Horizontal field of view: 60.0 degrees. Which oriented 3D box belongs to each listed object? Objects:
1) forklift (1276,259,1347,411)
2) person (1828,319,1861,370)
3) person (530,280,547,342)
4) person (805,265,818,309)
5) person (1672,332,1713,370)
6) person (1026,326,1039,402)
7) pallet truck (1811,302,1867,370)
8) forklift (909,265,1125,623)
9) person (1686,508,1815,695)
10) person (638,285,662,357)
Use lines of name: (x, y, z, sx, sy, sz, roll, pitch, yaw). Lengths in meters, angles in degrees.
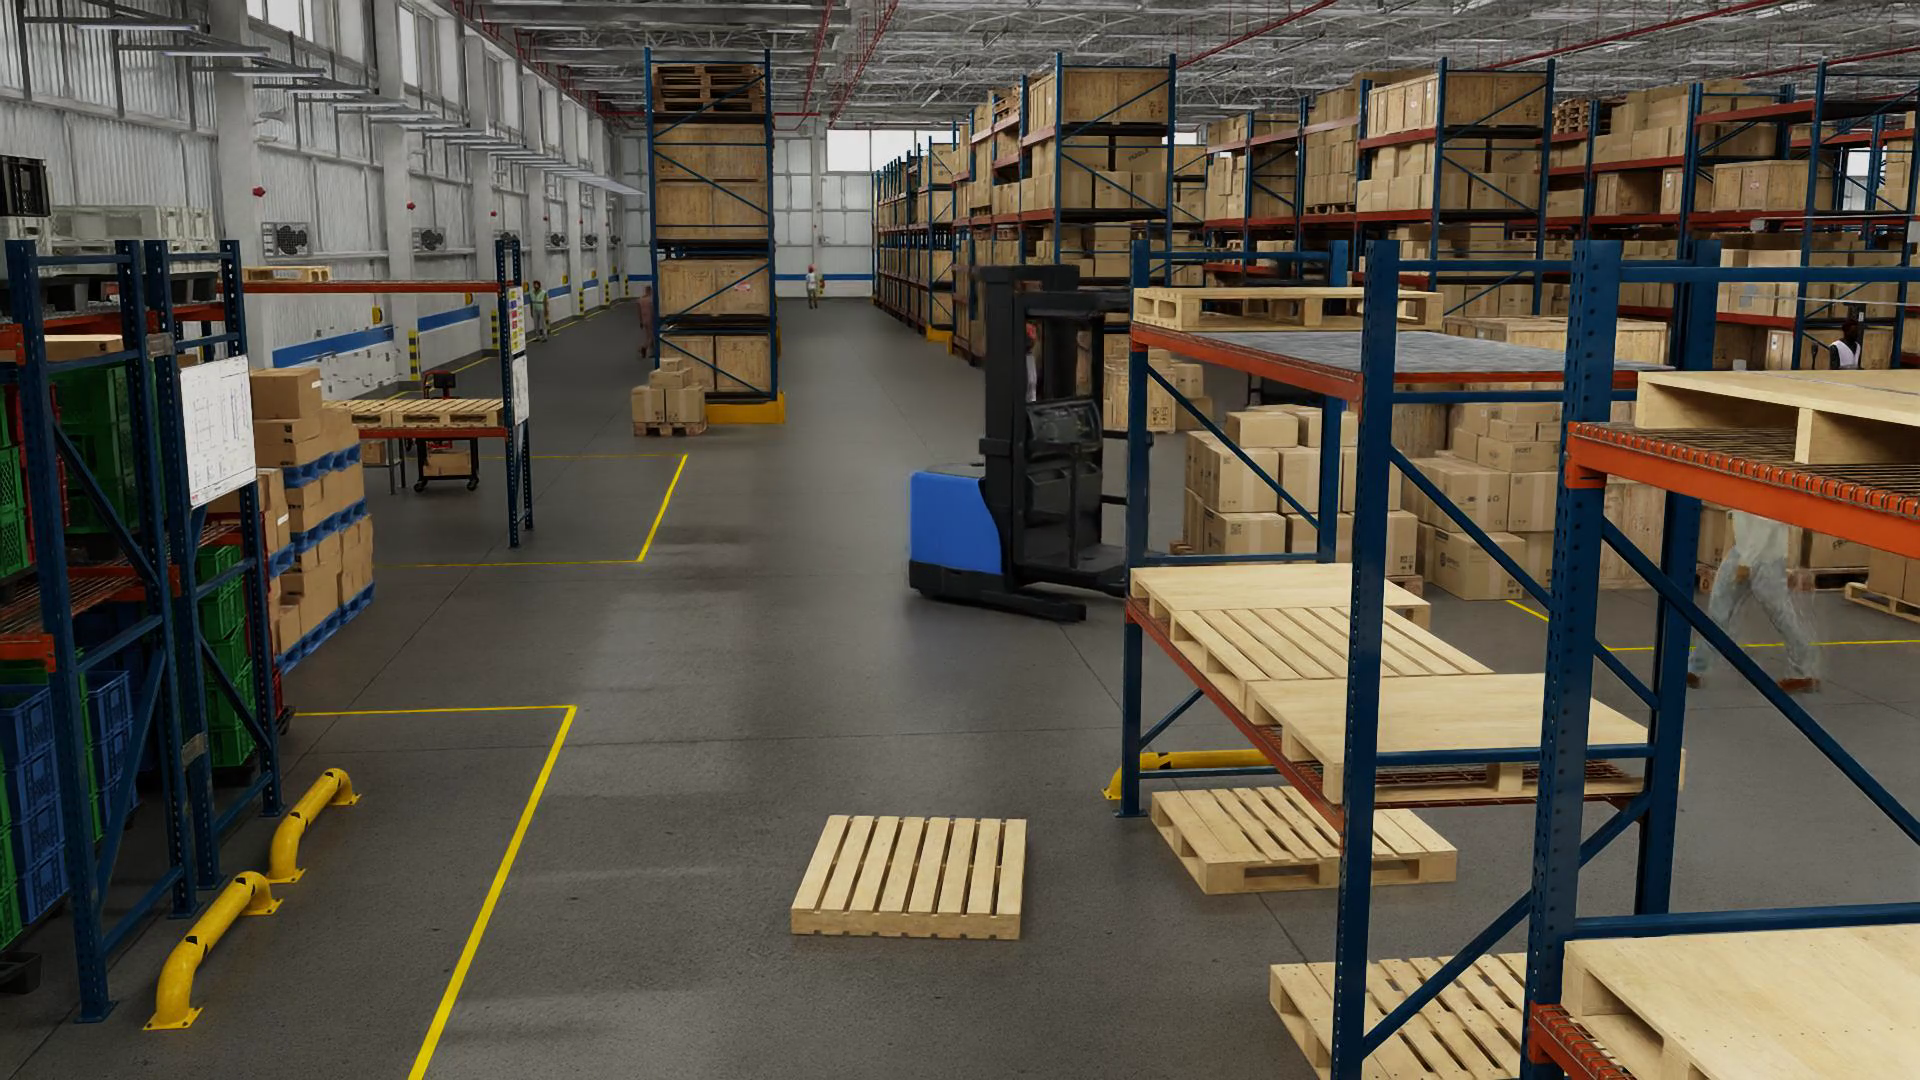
forklift: (5.470, -3.157, 26.428, 1.129, 2.768, 1.873, 8, 13, 38)
person: (12.582, -2.186, 23.712, 0.592, 1.919, 0.392, -6, 12, -31)
person: (-12.581, -6.841, 49.747, 0.561, 1.836, 0.394, 3, 11, 16)
person: (-6.547, -11.141, 73.290, 0.553, 1.925, 0.456, -3, 11, -18)
person: (11.507, -2.655, 26.163, 0.426, 1.981, 0.629, -8, 13, -39)
person: (0.790, -1.882, 22.045, 0.757, 1.918, 0.549, 5, 11, 27)
pallet truck: (15.846, -3.142, 28.793, 1.885, 1.965, 0.823, 2, 10, 12)
forklift: (0.569, -0.882, 13.818, 1.873, 2.768, 1.129, 9, 13, 40)
person: (5.283, 0.116, 11.093, 1.025, 1.890, 0.637, 1, 10, 3)
person: (-8.004, -5.626, 42.854, 0.654, 1.890, 0.712, 6, 12, 32)
